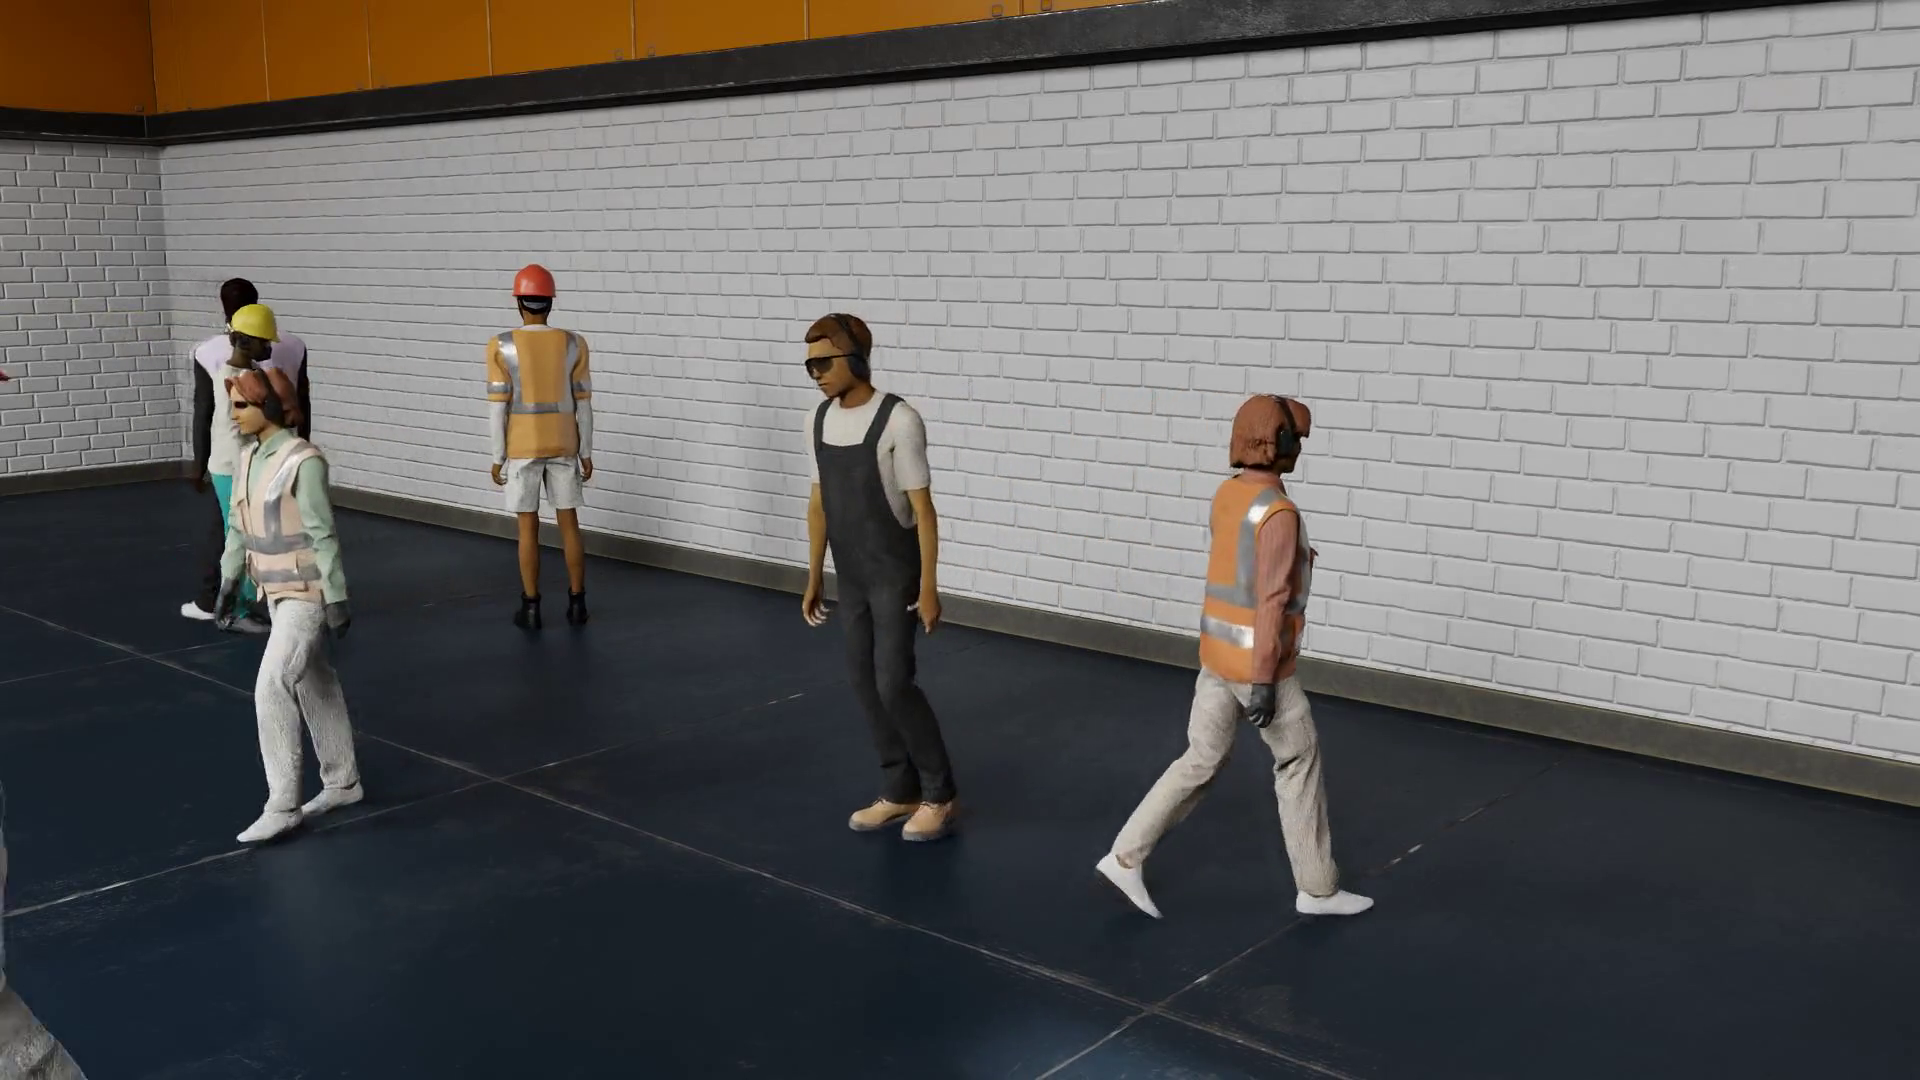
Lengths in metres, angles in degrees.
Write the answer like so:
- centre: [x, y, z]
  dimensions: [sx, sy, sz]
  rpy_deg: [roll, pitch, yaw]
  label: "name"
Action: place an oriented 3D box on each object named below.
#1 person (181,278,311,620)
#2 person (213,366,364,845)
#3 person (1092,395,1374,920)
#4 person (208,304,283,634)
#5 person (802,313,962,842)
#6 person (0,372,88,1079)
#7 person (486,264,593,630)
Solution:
- centre: [-3.897, -0.489, 9.103]
  dimensions: [0.772, 1.869, 0.560]
  rpy_deg: [-7, 12, -35]
  label: "person"
- centre: [-2.385, 0.217, 5.739]
  dimensions: [0.661, 1.612, 0.536]
  rpy_deg: [-10, 14, -44]
  label: "person"
- centre: [0.814, 0.362, 4.975]
  dimensions: [0.834, 1.599, 0.527]
  rpy_deg: [-2, 10, -12]
  label: "person"
- centre: [-3.687, -0.350, 8.631]
  dimensions: [0.453, 1.727, 0.548]
  rpy_deg: [-1, 10, -3]
  label: "person"
- centre: [-0.299, 0.134, 5.682]
  dimensions: [0.539, 1.812, 0.454]
  rpy_deg: [10, 14, 43]
  label: "person"
- centre: [-1.479, 0.606, 2.391]
  dimensions: [0.605, 2.028, 0.427]
  rpy_deg: [9, 13, 40]
  label: "person"
- centre: [-2.239, -0.493, 8.882]
  dimensions: [0.551, 1.934, 0.373]
  rpy_deg: [-5, 11, -25]
  label: "person"
